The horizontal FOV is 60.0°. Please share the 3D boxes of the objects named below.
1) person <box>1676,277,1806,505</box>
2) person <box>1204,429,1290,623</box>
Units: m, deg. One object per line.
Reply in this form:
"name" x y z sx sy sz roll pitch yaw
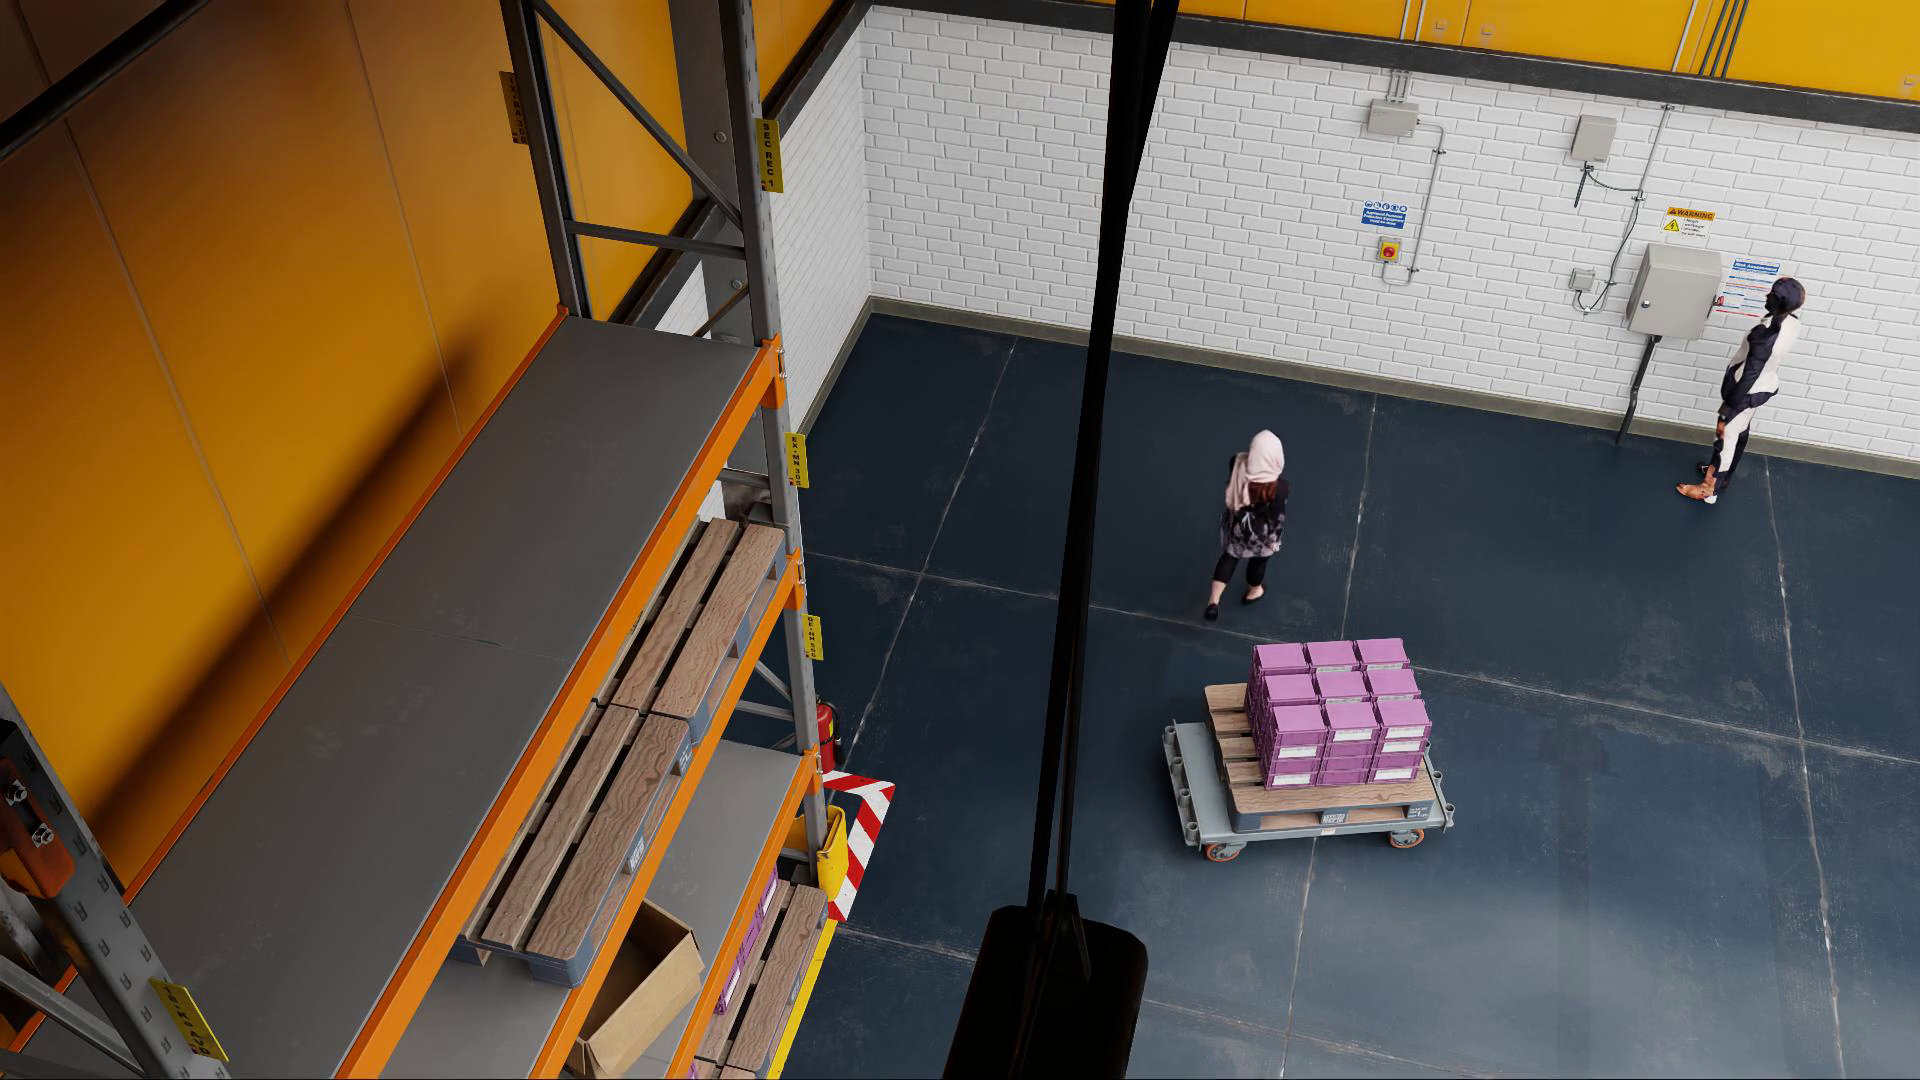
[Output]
"person" 5.698 -1.078 12.038 0.716 1.892 0.838 -34 53 -30
"person" 1.908 -0.065 11.173 0.829 1.619 1.011 28 50 26
